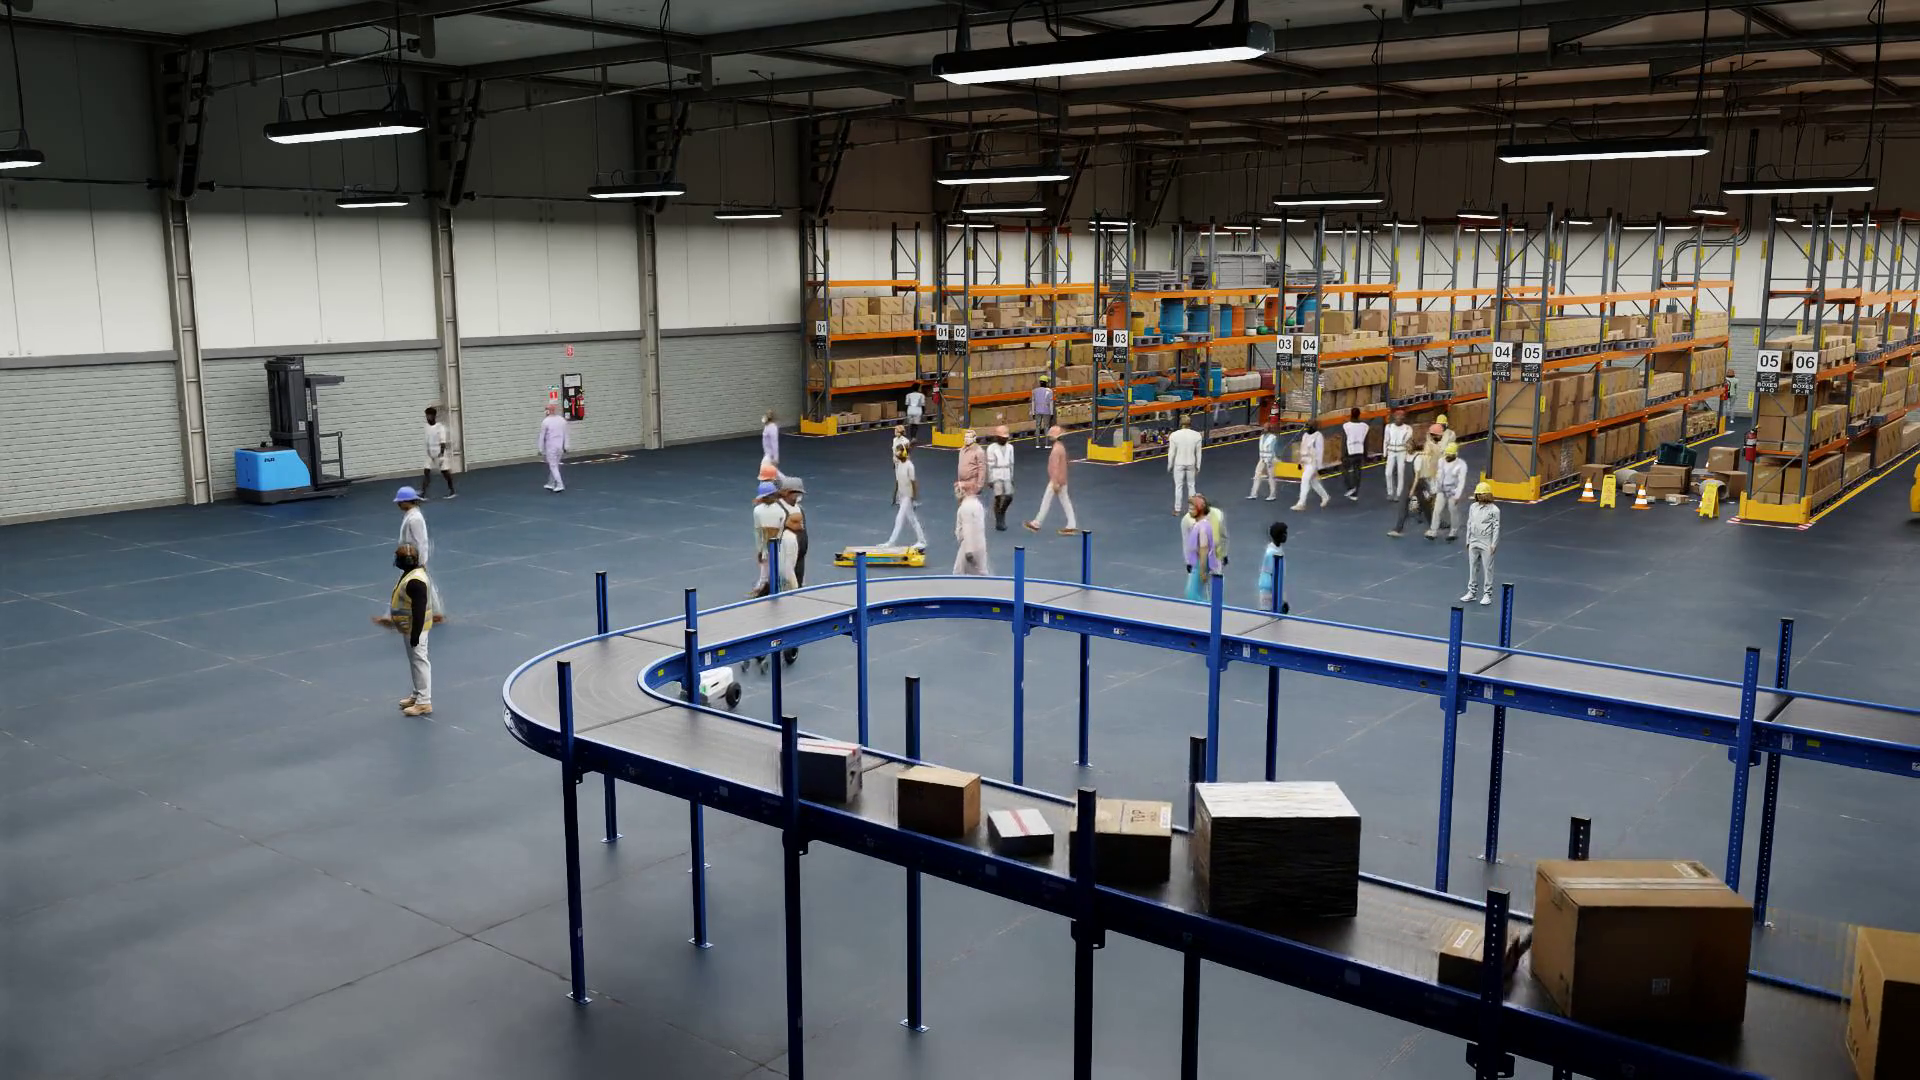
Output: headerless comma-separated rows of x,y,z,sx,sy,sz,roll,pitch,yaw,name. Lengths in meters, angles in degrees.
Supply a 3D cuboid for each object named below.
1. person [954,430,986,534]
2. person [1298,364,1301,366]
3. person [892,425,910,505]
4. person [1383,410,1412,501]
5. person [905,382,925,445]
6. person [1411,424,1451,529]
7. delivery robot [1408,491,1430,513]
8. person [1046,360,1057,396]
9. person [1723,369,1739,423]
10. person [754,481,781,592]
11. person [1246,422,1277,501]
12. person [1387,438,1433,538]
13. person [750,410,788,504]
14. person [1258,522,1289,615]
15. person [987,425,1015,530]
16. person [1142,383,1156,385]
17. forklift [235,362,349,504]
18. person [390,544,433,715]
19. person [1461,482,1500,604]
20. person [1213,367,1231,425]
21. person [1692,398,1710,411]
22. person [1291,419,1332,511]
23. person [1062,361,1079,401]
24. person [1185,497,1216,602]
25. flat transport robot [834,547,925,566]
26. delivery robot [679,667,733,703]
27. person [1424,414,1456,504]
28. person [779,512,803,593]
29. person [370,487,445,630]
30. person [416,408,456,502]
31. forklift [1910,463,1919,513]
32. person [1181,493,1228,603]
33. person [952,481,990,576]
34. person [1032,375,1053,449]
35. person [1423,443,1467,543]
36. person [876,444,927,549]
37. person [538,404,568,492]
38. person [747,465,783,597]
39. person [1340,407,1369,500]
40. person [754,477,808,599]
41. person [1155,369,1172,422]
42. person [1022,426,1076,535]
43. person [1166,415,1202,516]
0.163,-1.007,27.761,0.409,1.908,0.652,-8,13,-38,person
11.109,-5.102,50.840,0.706,1.908,0.591,-5,11,-27,person
-1.168,-1.486,31.251,0.319,1.628,0.512,-7,12,-34,person
8.887,-1.707,31.821,0.609,1.864,0.626,6,12,30,person
-1.227,-3.378,41.783,0.539,1.668,0.713,3,11,18,person
8.717,-1.197,28.807,0.777,1.914,0.566,7,12,36,person
8.859,-0.784,30.172,0.477,0.478,0.707,4,11,20,delivery robot
2.787,-4.700,48.804,0.621,1.816,0.448,7,12,33,person
23.311,-4.361,47.412,0.507,1.632,0.274,3,11,17,person
-2.485,0.096,21.611,0.620,1.897,0.865,5,11,26,person
6.176,-1.586,31.863,0.729,1.613,0.518,-6,12,-30,person
8.096,-0.933,27.720,0.995,1.793,0.531,-4,11,-19,person
-3.768,-1.698,31.683,0.957,1.912,0.634,-2,10,-12,person
3.963,0.594,19.400,0.699,1.666,0.554,3,11,16,person
0.752,-1.138,28.464,0.551,1.916,0.416,-5,11,-25,person
6.336,-5.394,52.234,0.634,1.979,0.619,9,14,42,person
-13.803,-2.244,32.110,1.129,2.768,1.873,8,13,37,forklift
-5.924,0.952,16.923,0.429,1.843,0.628,-5,11,-25,person
7.436,0.040,22.330,0.312,1.743,0.493,-8,13,-38,person
7.848,-4.302,46.821,0.532,1.725,0.883,7,12,34,person
21.850,-4.249,46.105,0.553,1.896,1.022,-3,11,-17,person
6.969,-1.501,30.834,0.867,1.811,0.624,-2,10,-11,person
3.382,-4.518,47.700,0.511,1.854,0.416,9,13,40,person
3.120,0.346,20.367,0.436,1.825,0.571,1,10,6,person
-1.300,0.256,25.382,1.431,0.197,0.652,0,10,1,flat transport robot
-2.757,1.555,17.004,0.477,0.478,0.707,3,11,18,delivery robot
9.640,-1.620,31.470,0.598,1.817,0.422,4,11,23,person
-2.365,0.414,20.642,0.609,1.602,0.510,-3,11,-17,person
-7.361,0.238,20.768,0.955,1.897,0.617,-3,11,-17,person
-10.732,-1.750,31.925,0.620,1.906,1.058,5,11,27,person
19.034,-1.348,28.998,2.313,2.155,1.214,8,13,37,forklift
3.342,0.253,20.992,0.757,1.810,0.433,-3,10,-15,person
0.070,0.114,21.664,0.994,1.832,0.716,4,11,22,person
2.163,-3.332,40.824,0.586,1.917,0.381,4,11,21,person
8.369,-0.803,26.991,0.873,1.770,0.653,-8,13,-38,person
-0.966,-0.714,26.384,0.996,1.815,0.559,-4,11,-24,person
-8.679,-1.966,33.261,0.821,1.876,0.664,7,12,34,person
-2.679,-0.137,22.752,0.837,1.943,0.732,-2,10,-12,person
8.079,-1.778,32.118,0.628,1.896,0.499,-2,10,-11,person
-2.396,0.127,21.126,0.823,2.000,0.741,7,12,35,person
6.255,-4.436,47.920,0.498,1.599,0.824,6,12,32,person
1.644,-1.065,27.978,0.998,1.939,0.651,4,11,20,person
4.314,-1.426,30.082,0.651,1.934,0.443,0,10,-1,person
